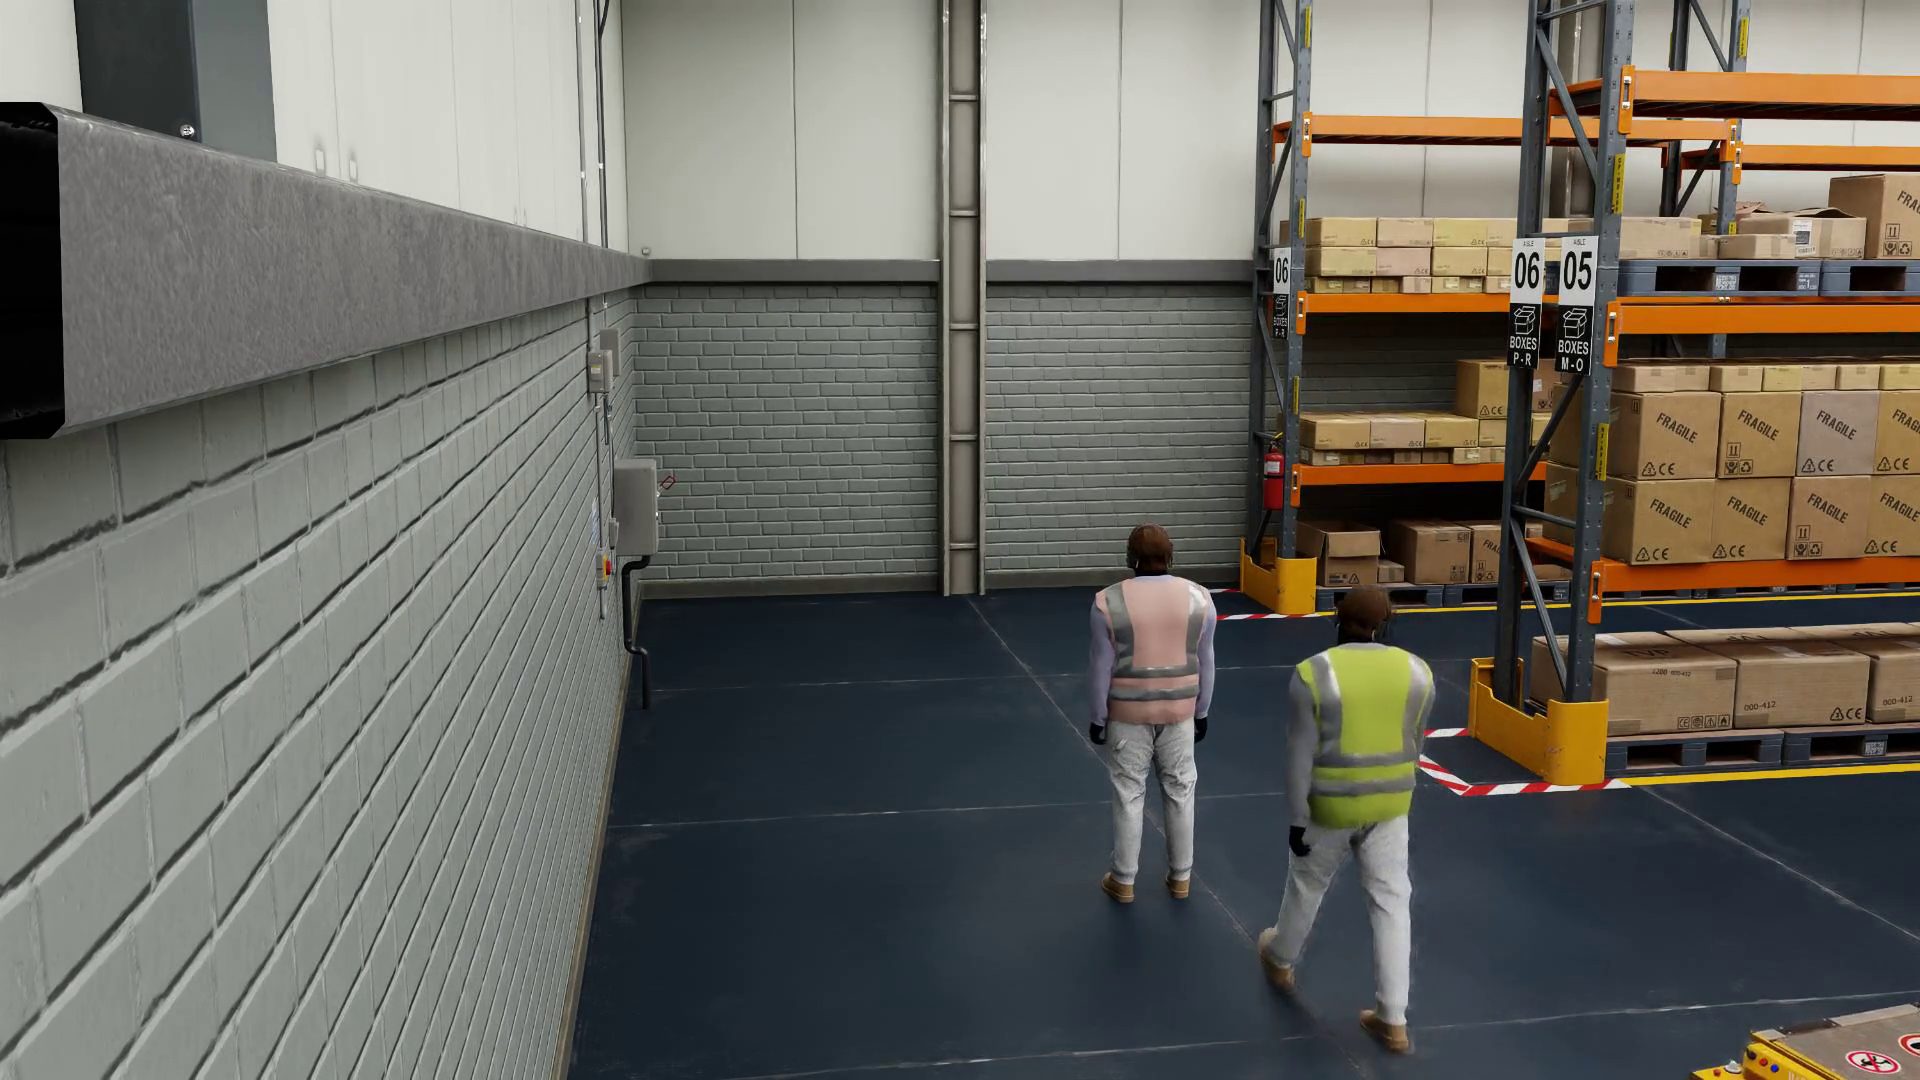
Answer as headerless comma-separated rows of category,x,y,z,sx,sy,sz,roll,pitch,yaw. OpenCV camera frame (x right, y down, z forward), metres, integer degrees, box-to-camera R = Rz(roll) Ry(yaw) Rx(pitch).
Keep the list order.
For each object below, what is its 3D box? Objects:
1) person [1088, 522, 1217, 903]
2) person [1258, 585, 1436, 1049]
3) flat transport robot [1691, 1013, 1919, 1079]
person,0.907,0.829,7.998,0.624,1.844,0.429,-1,9,-9
person,1.577,1.064,6.748,0.629,1.776,0.961,-1,9,-8
flat transport robot,3.450,1.937,5.993,1.431,0.197,0.652,-3,10,-19
